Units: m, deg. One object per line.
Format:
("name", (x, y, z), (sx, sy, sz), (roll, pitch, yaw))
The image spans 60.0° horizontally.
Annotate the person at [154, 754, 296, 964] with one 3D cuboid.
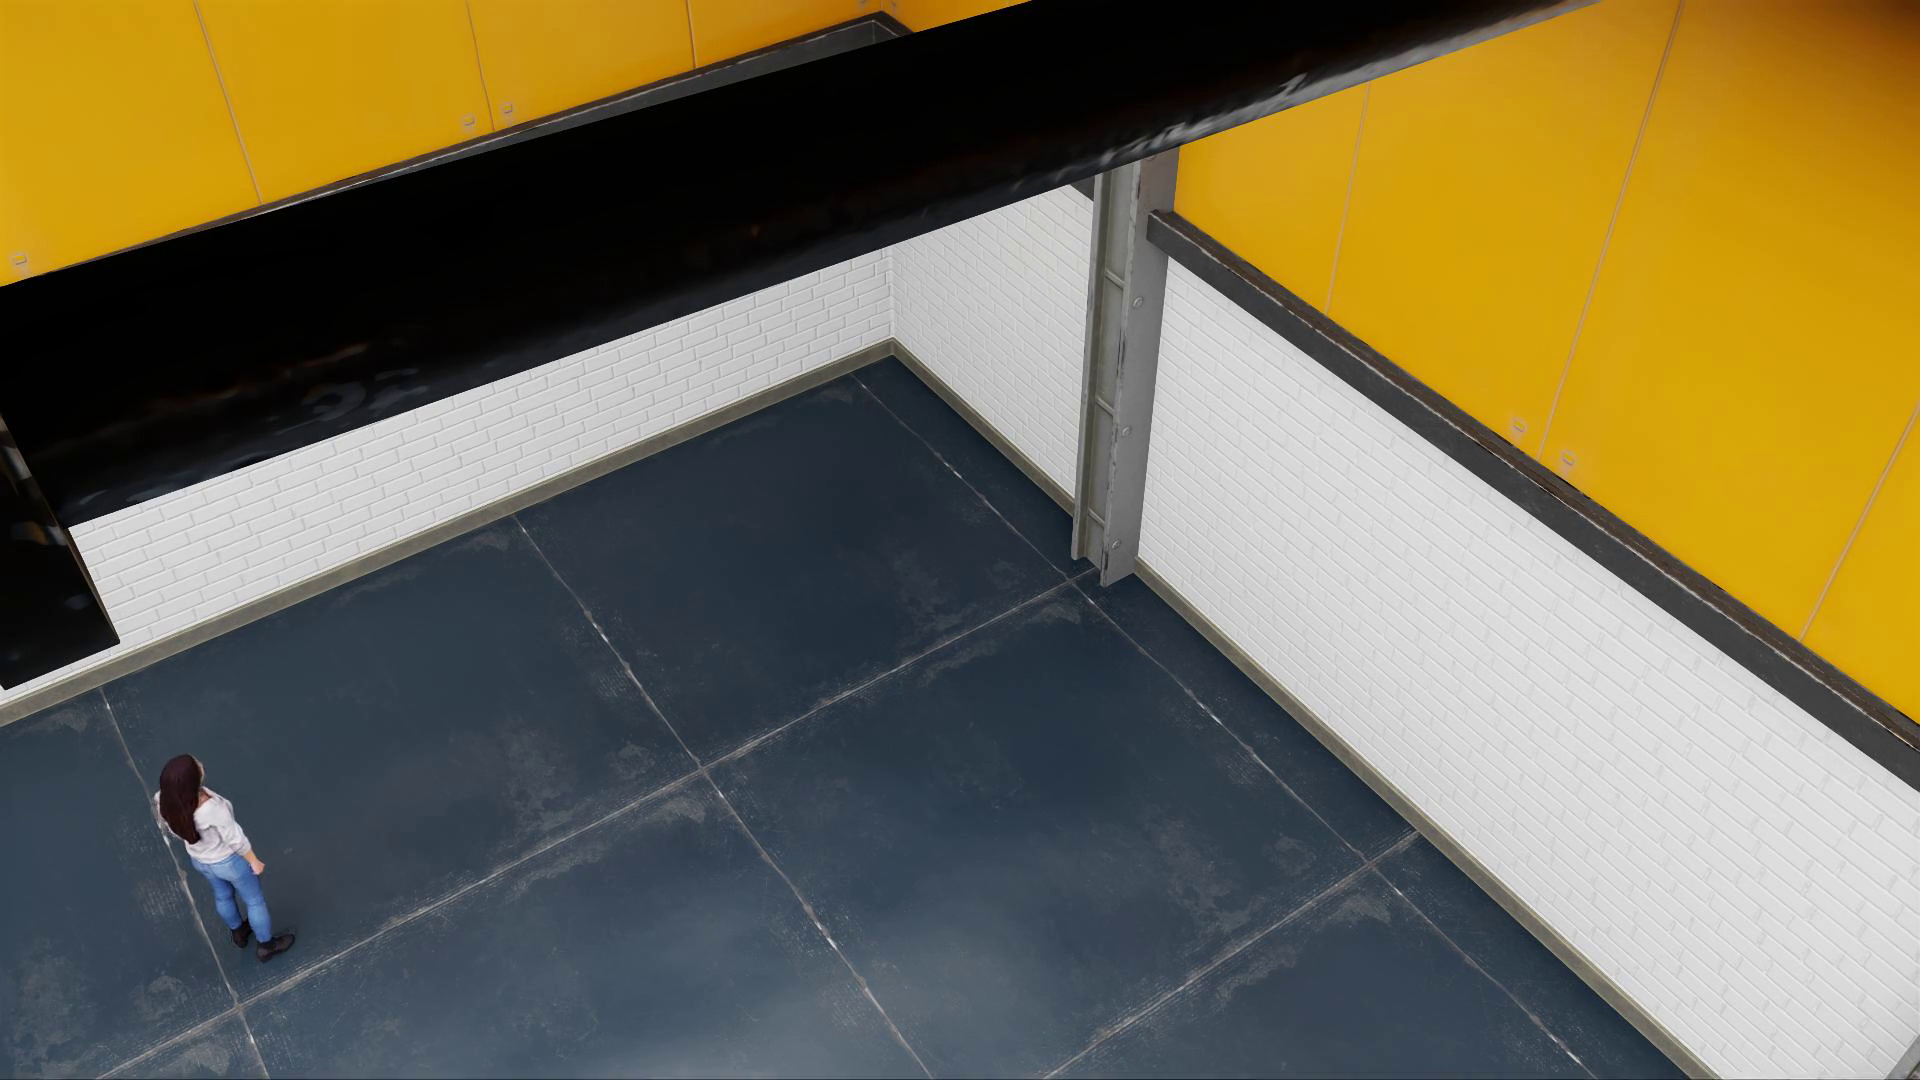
("person", (-4.120, 1.771, 9.252), (0.670, 1.633, 0.757), (11, 45, 11))
